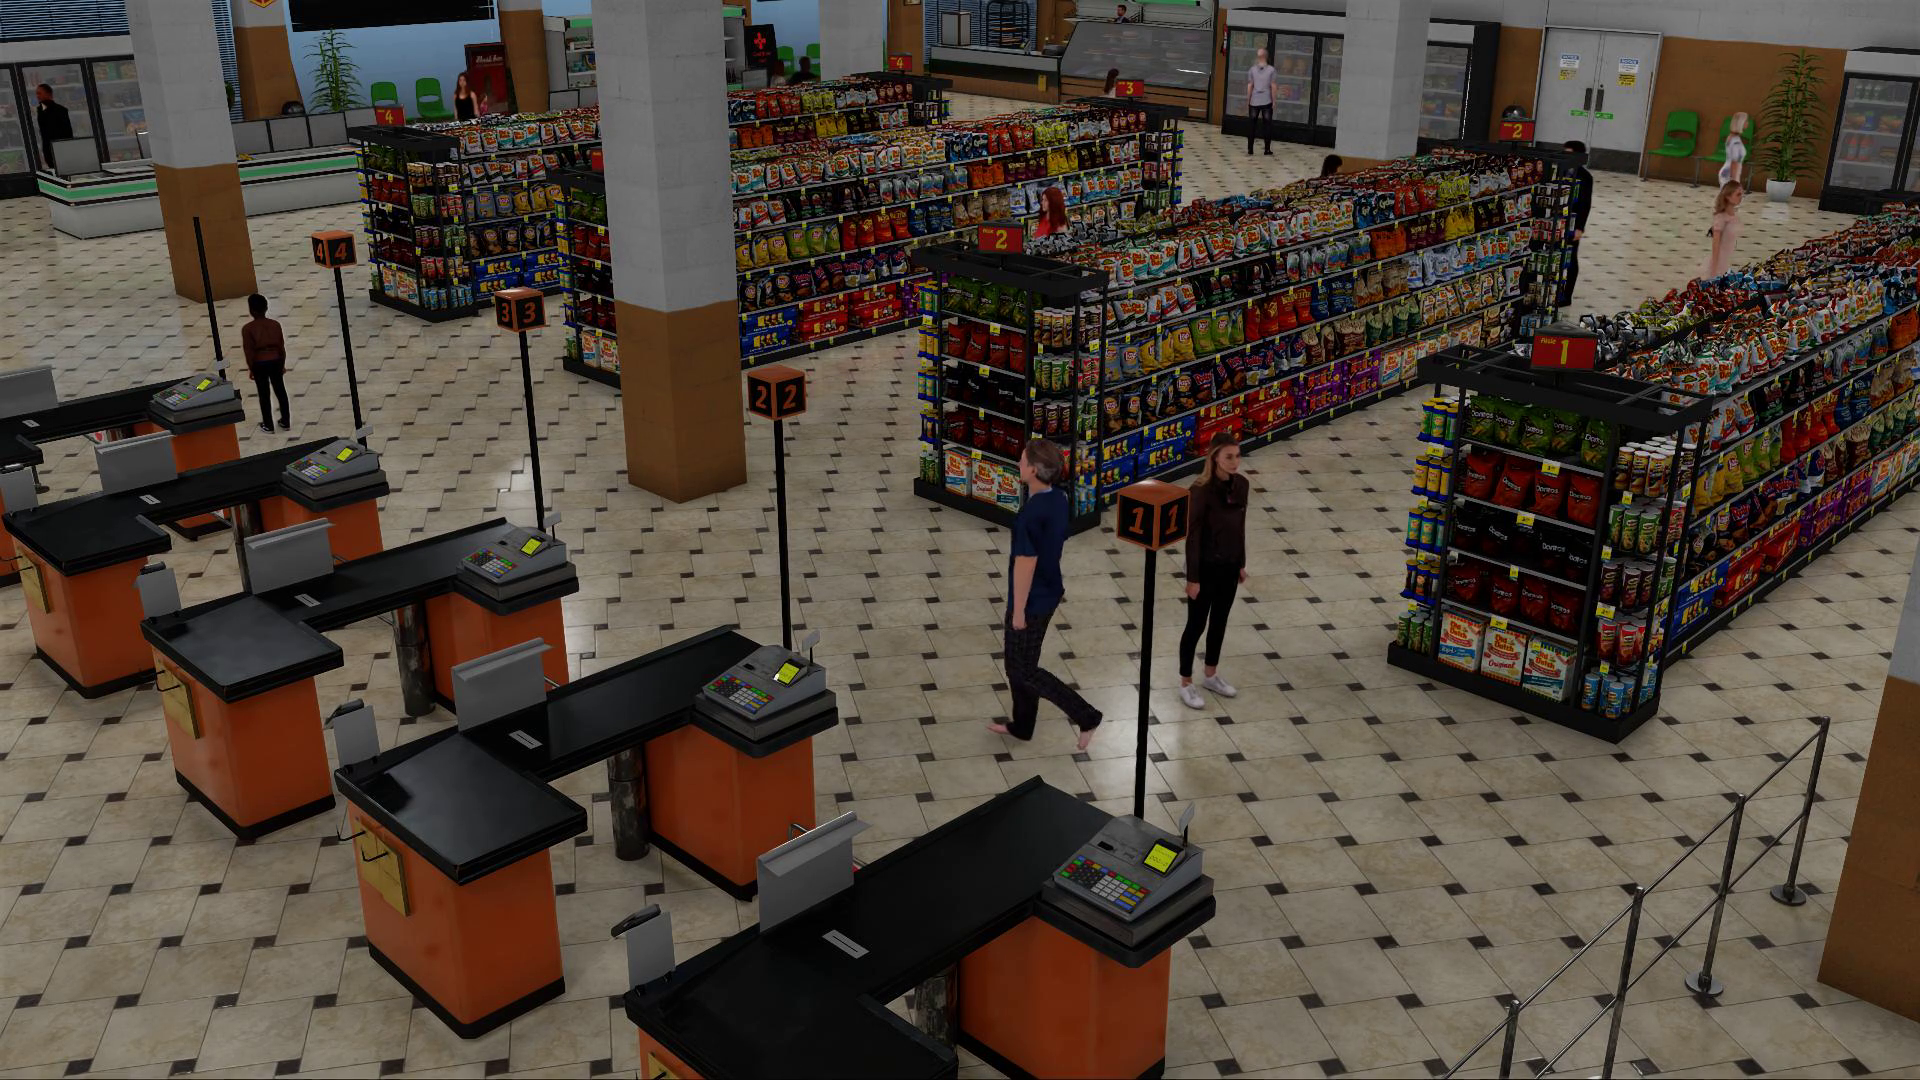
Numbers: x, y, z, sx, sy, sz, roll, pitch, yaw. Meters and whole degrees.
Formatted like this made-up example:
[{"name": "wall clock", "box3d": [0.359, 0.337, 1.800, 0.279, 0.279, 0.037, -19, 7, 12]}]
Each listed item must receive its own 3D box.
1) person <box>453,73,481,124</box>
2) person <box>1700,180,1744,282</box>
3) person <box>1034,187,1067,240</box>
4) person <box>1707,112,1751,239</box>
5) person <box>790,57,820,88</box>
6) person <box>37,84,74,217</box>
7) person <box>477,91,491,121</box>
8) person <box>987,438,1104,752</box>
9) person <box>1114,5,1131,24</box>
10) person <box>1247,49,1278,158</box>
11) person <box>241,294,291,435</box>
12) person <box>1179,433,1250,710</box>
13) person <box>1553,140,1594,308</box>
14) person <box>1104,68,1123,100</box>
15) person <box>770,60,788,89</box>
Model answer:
[{"name": "person", "box3d": [-7.908, -6.666, 26.913, 1.058, 1.688, 1.169, 1, 22, 2]}, {"name": "person", "box3d": [7.685, -2.789, 17.100, 0.679, 1.811, 0.677, -18, 28, -37]}, {"name": "person", "box3d": [0.913, -2.622, 16.661, 0.570, 1.828, 0.632, -14, 26, -30]}, {"name": "person", "box3d": [10.287, -4.852, 22.323, 0.788, 1.744, 0.727, 4, 22, 9]}, {"name": "person", "box3d": [-2.642, -7.246, 28.193, 0.764, 1.810, 0.785, 11, 24, 25]}, {"name": "person", "box3d": [-12.995, -5.610, 23.996, 0.785, 1.904, 0.740, 10, 24, 23]}, {"name": "person", "box3d": [-8.667, -7.607, 30.157, 0.442, 1.015, 0.566, 19, 29, 39]}, {"name": "person", "box3d": [0.486, 0.356, 9.223, 0.953, 1.847, 1.011, 9, 23, 21]}, {"name": "person", "box3d": [3.718, -11.422, 38.507, 0.566, 1.868, 0.625, -20, 29, -40]}, {"name": "person", "box3d": [5.309, -7.720, 29.336, 0.750, 1.837, 0.738, 8, 23, 18]}, {"name": "person", "box3d": [-6.186, -1.576, 14.828, 0.566, 1.253, 0.401, 20, 29, 40]}, {"name": "person", "box3d": [1.512, 0.162, 9.899, 0.500, 1.703, 0.703, -14, 26, -32]}, {"name": "person", "box3d": [7.009, -3.650, 19.139, 0.769, 1.887, 0.779, -7, 23, -17]}, {"name": "person", "box3d": [2.468, -6.981, 27.710, 0.762, 1.678, 0.708, -13, 25, -29]}, {"name": "person", "box3d": [-3.164, -7.535, 29.086, 0.590, 1.680, 0.656, -15, 26, -33]}]
